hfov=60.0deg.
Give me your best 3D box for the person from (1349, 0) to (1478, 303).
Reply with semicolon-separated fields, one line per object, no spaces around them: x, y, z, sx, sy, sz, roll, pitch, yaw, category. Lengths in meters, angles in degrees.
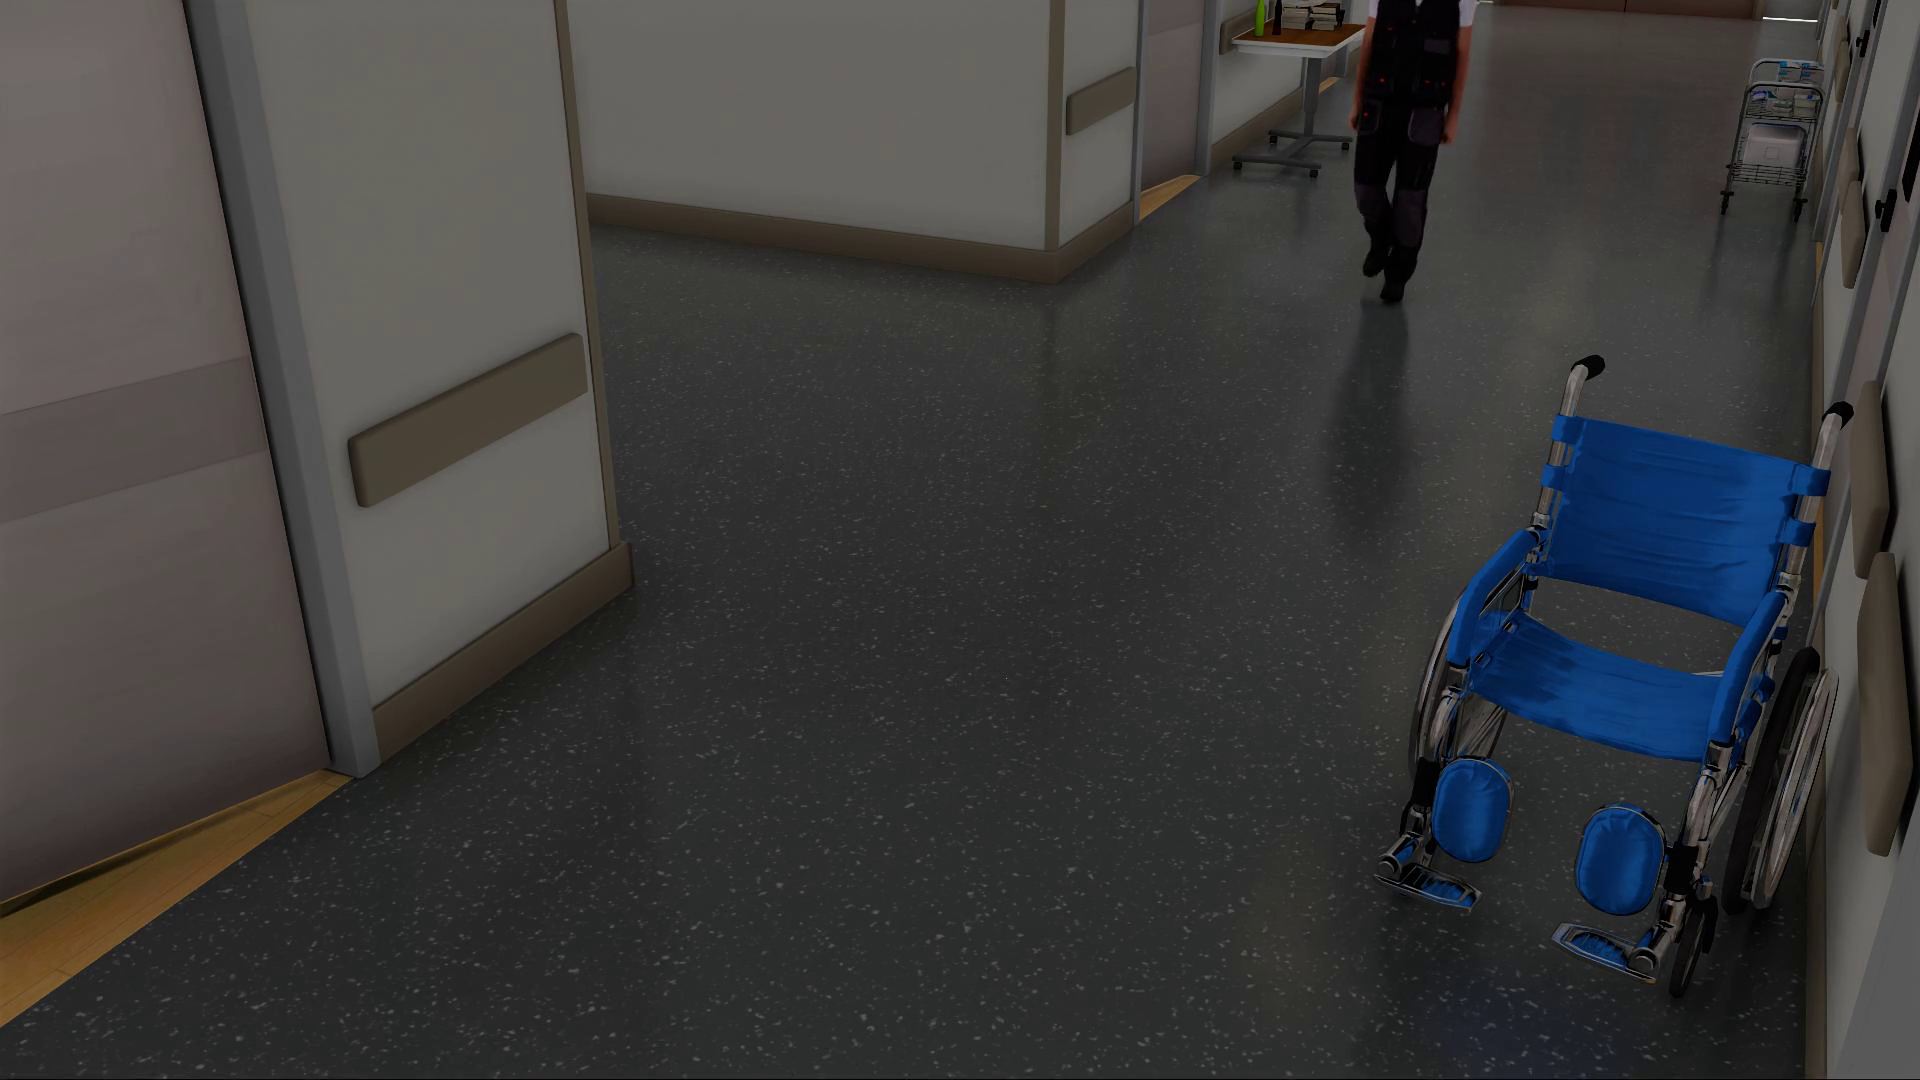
2.131;-2.076;7.889;0.690;1.839;0.722;10;27;19;person
